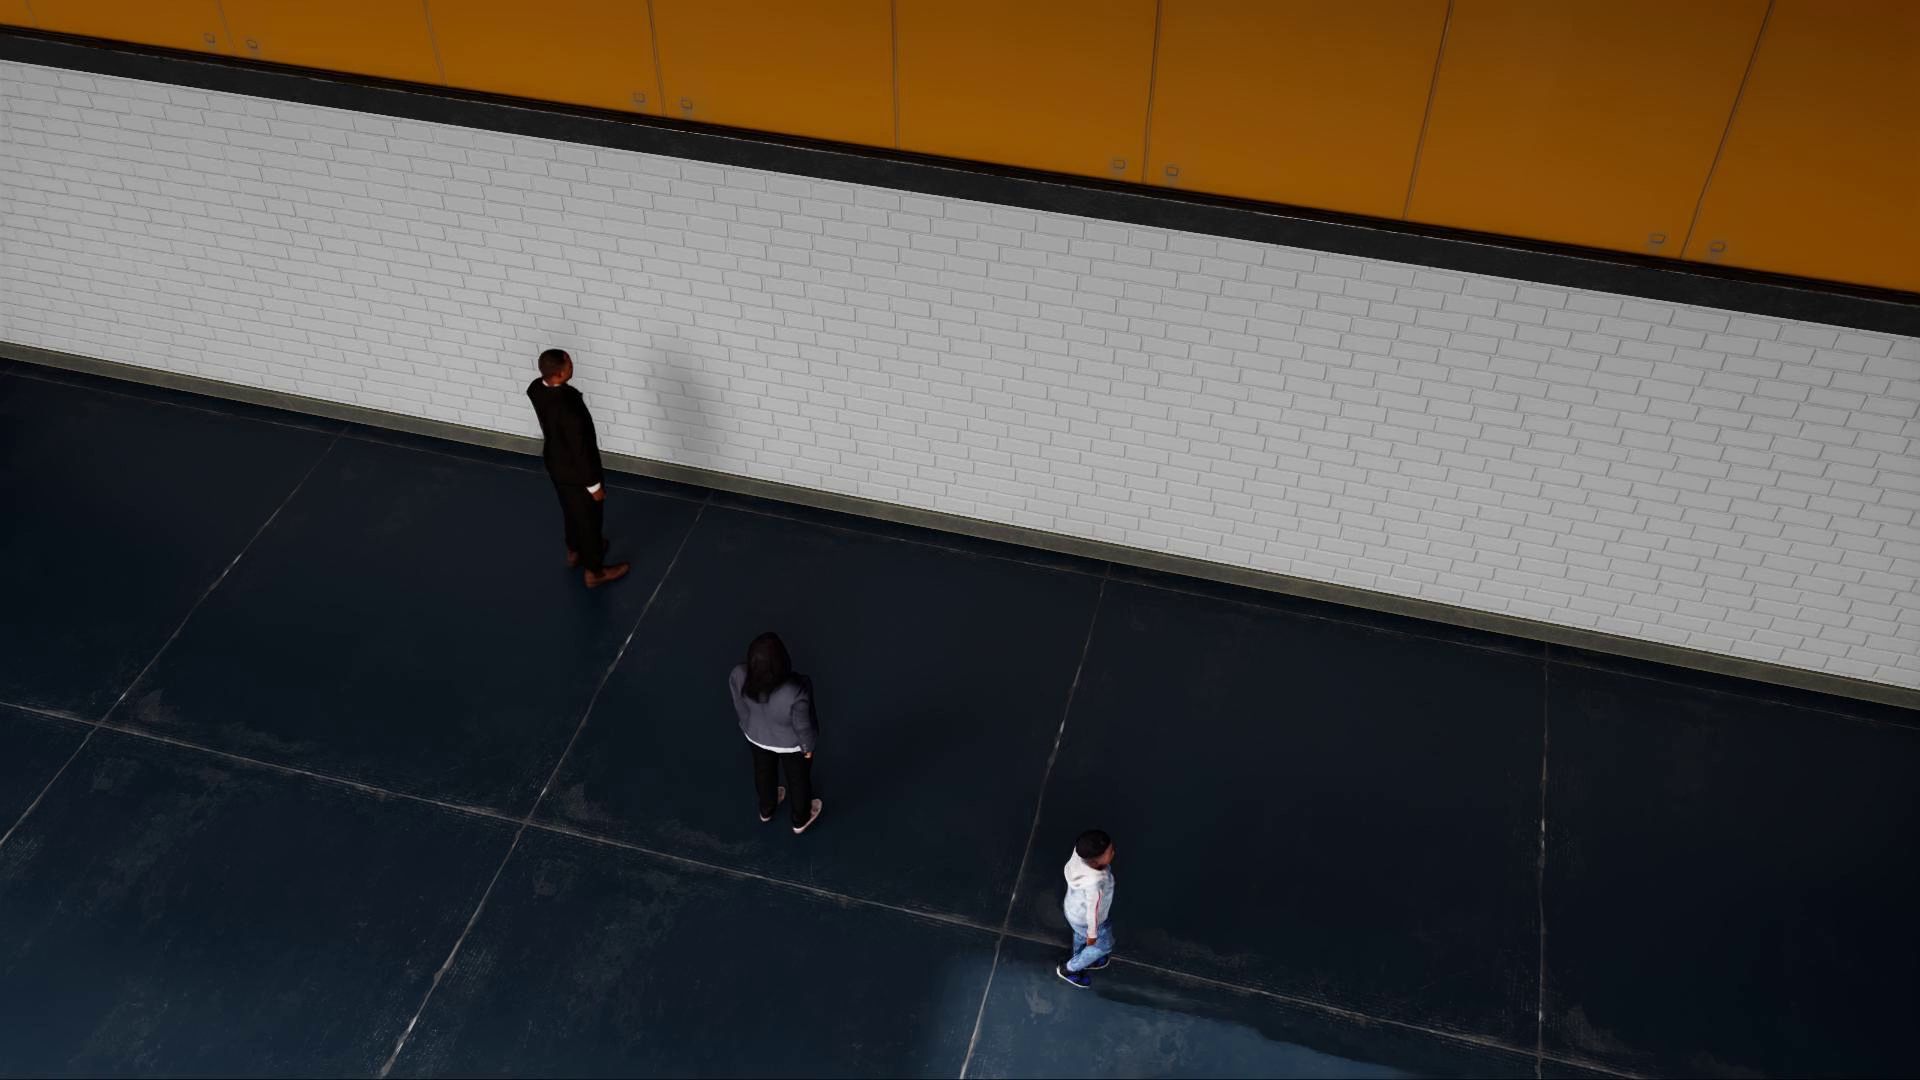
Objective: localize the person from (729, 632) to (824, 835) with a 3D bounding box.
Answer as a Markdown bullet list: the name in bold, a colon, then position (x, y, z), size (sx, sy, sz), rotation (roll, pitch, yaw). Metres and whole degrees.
- **person**: position (-1.055, 1.110, 9.632), size (0.682, 1.595, 0.681), rotation (16, 46, 16)

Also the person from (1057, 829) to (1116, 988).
- **person**: position (0.636, 1.978, 8.968), size (0.641, 1.254, 0.582), rotation (-8, 44, -9)

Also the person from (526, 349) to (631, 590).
- **person**: position (-2.591, -0.488, 11.085), size (0.818, 1.904, 0.787), rotation (-28, 50, -26)
